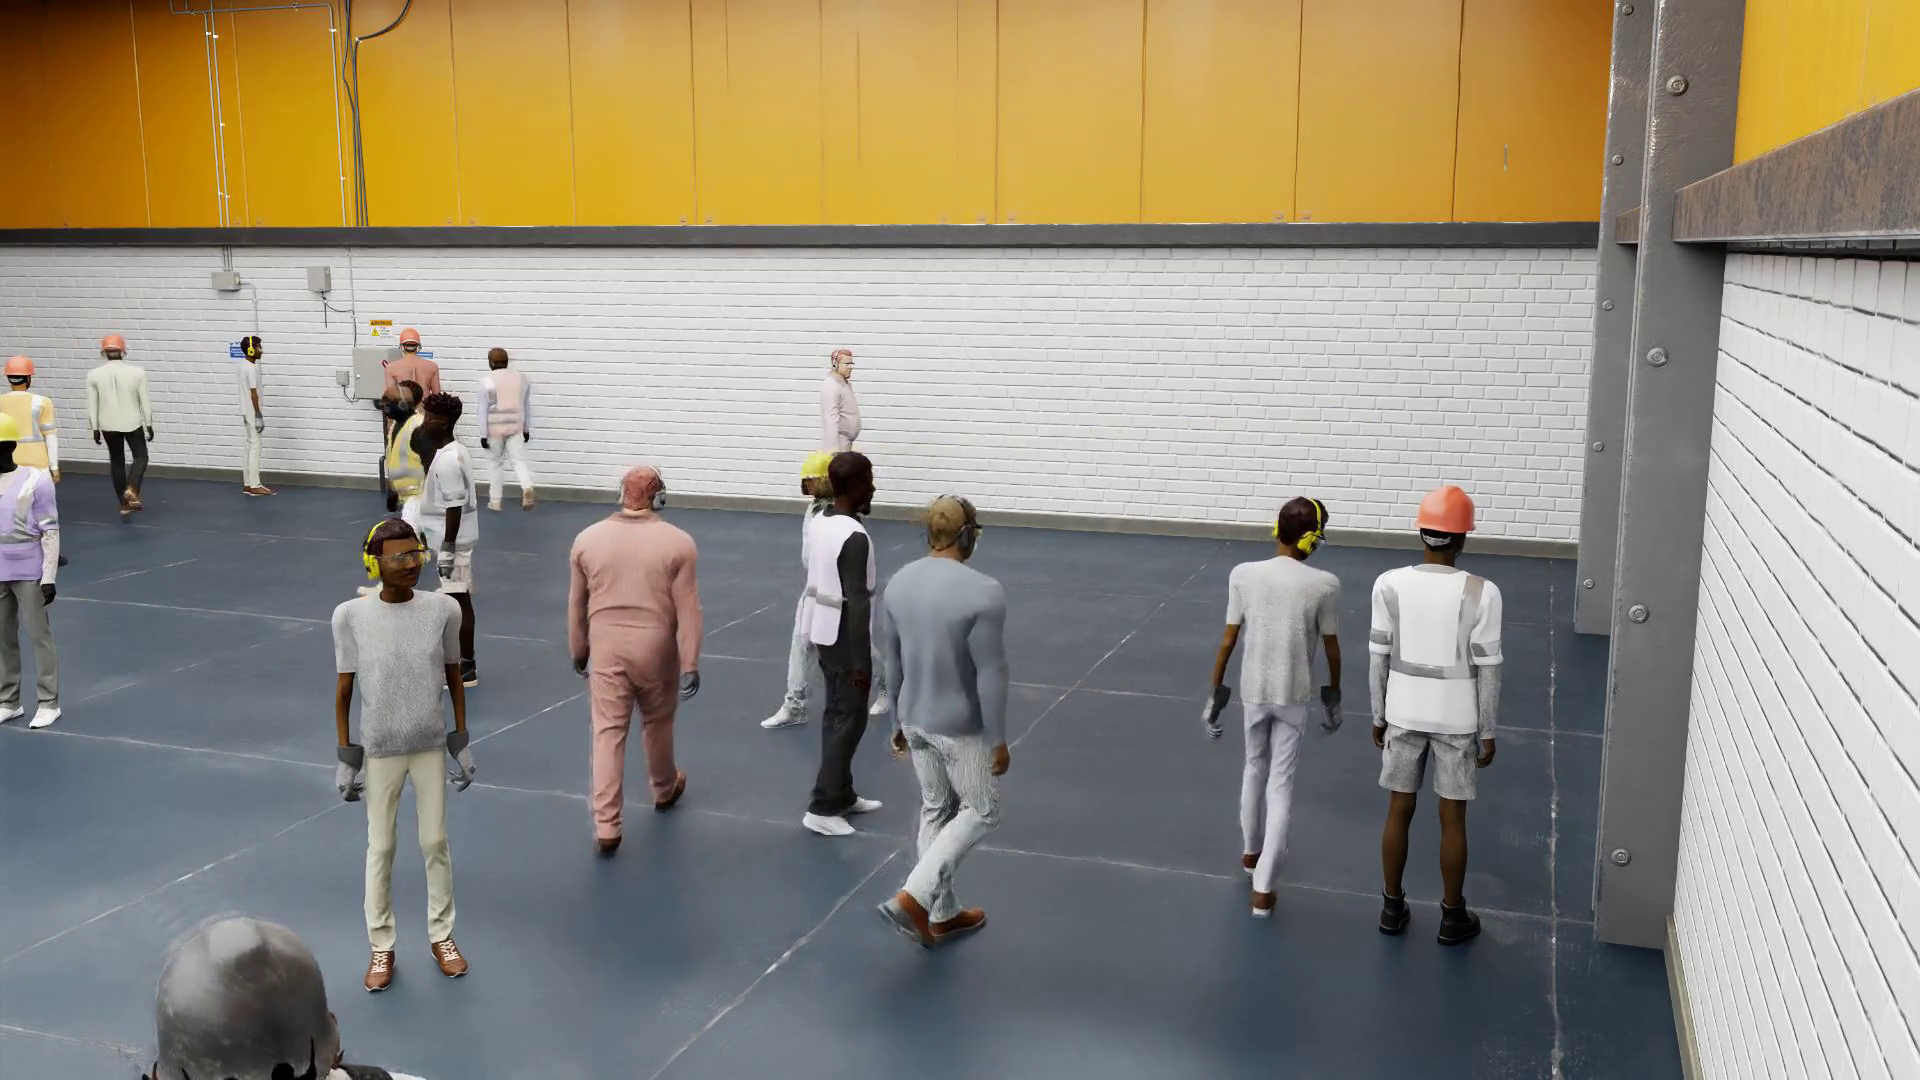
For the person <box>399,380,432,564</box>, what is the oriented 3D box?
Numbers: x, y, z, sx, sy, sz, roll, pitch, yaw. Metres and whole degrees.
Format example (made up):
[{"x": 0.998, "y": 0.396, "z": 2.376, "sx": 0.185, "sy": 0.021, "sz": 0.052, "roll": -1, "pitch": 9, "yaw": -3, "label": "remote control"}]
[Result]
[{"x": -5.028, "y": -0.626, "z": 15.309, "sx": 0.318, "sy": 1.700, "sz": 0.535, "roll": -3, "pitch": 11, "yaw": -17, "label": "person"}]

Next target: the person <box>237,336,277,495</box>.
[{"x": -8.286, "y": -1.456, "z": 19.517, "sx": 0.317, "sy": 1.865, "sz": 0.523, "roll": -7, "pitch": 12, "yaw": -36, "label": "person"}]

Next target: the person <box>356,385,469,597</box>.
[{"x": -4.511, "y": -0.371, "z": 13.623, "sx": 0.970, "sy": 1.785, "sz": 0.635, "roll": -7, "pitch": 12, "yaw": -34, "label": "person"}]

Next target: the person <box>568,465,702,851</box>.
[{"x": -1.602, "y": 0.558, "z": 8.256, "sx": 0.684, "sy": 1.851, "sz": 1.007, "roll": 1, "pitch": 10, "yaw": 3, "label": "person"}]

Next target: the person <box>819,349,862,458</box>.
[{"x": -1.175, "y": -0.942, "z": 16.515, "sx": 0.400, "sy": 1.905, "sz": 0.643, "roll": 1, "pitch": 10, "yaw": 6, "label": "person"}]

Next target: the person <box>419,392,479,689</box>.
[{"x": -3.384, "y": -0.001, "z": 11.033, "sx": 0.362, "sy": 1.966, "sz": 0.611, "roll": -2, "pitch": 10, "yaw": -13, "label": "person"}]

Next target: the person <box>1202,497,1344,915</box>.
[{"x": 1.421, "y": 0.703, "z": 7.469, "sx": 0.586, "sy": 1.821, "sz": 0.796, "roll": 5, "pitch": 11, "yaw": 25, "label": "person"}]

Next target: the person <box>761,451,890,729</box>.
[{"x": -0.758, "y": 0.287, "z": 10.174, "sx": 0.922, "sy": 1.697, "sz": 0.497, "roll": -6, "pitch": 12, "yaw": -31, "label": "person"}]

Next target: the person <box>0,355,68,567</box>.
[{"x": -8.423, "y": -0.693, "z": 15.013, "sx": 0.547, "sy": 1.938, "sz": 0.379, "roll": -2, "pitch": 10, "yaw": -12, "label": "person"}]

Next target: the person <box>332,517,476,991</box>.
[{"x": -2.195, "y": 0.835, "z": 6.584, "sx": 0.531, "sy": 1.876, "sz": 0.317, "roll": -5, "pitch": 11, "yaw": -25, "label": "person"}]

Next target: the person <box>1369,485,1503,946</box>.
[{"x": 1.989, "y": 0.734, "z": 6.979, "sx": 0.547, "sy": 1.938, "sz": 0.359, "roll": 6, "pitch": 12, "yaw": 29, "label": "person"}]

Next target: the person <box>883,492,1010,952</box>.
[{"x": -0.101, "y": 0.770, "z": 6.814, "sx": 0.562, "sy": 1.922, "sz": 0.646, "roll": -10, "pitch": 14, "yaw": -44, "label": "person"}]

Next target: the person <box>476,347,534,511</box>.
[{"x": -4.967, "y": -1.200, "z": 18.191, "sx": 0.633, "sy": 1.821, "sz": 0.775, "roll": -7, "pitch": 13, "yaw": -36, "label": "person"}]

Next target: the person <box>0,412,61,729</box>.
[{"x": -5.749, "y": 0.185, "z": 10.087, "sx": 0.588, "sy": 1.930, "sz": 0.359, "roll": 1, "pitch": 10, "yaw": 6, "label": "person"}]

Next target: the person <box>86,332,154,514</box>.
[{"x": -9.083, "y": -1.249, "z": 18.005, "sx": 0.634, "sy": 1.982, "sz": 0.539, "roll": -3, "pitch": 10, "yaw": -14, "label": "person"}]

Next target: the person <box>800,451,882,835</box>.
[{"x": -0.587, "y": 0.509, "z": 8.347, "sx": 0.393, "sy": 1.928, "sz": 0.601, "roll": -4, "pitch": 11, "yaw": -22, "label": "person"}]

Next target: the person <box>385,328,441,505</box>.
[{"x": -6.153, "y": -1.385, "z": 18.749, "sx": 0.623, "sy": 1.992, "sz": 0.391, "roll": -6, "pitch": 12, "yaw": -30, "label": "person"}]
